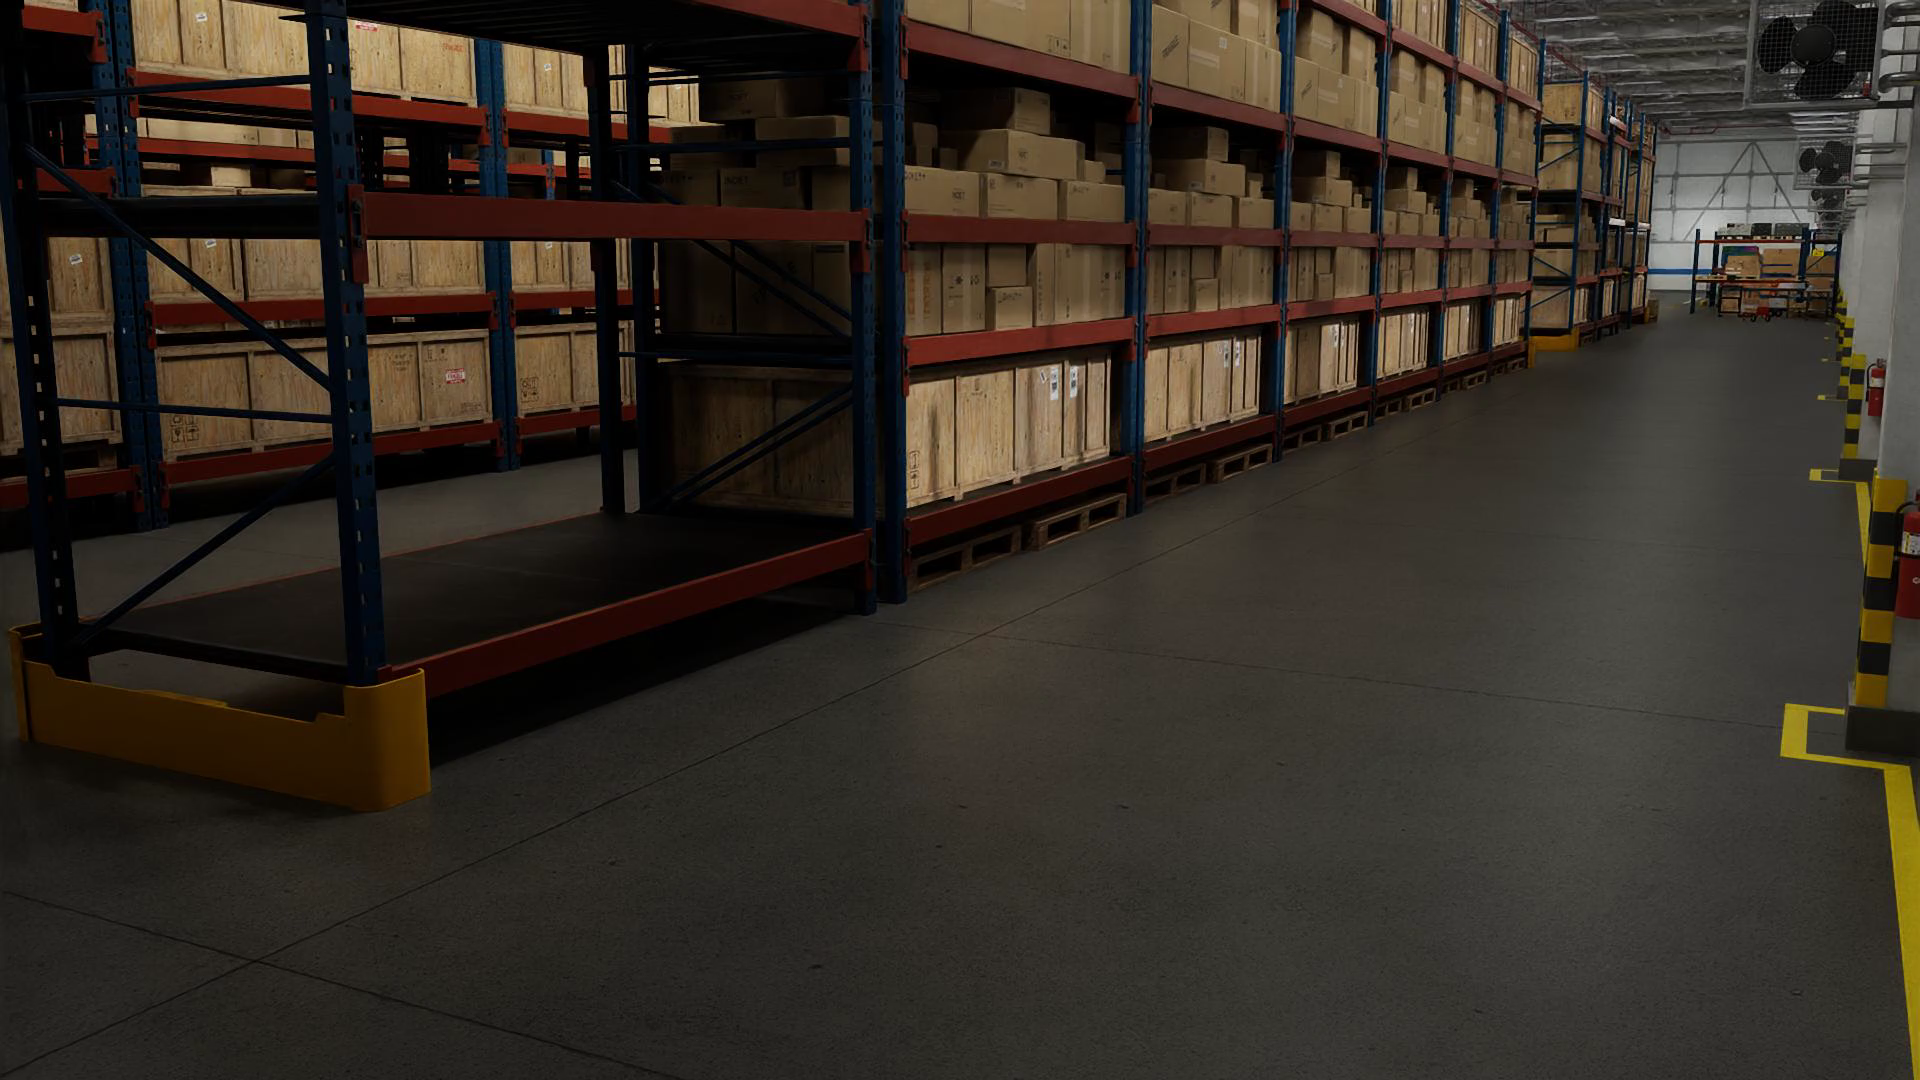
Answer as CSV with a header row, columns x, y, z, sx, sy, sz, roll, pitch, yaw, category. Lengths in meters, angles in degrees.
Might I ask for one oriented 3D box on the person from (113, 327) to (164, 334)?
x,y,z,sx,sy,sz,roll,pitch,yaw,category
-8.126,-1.535,16.491,0.569,1.749,0.342,-2,10,-9,person
